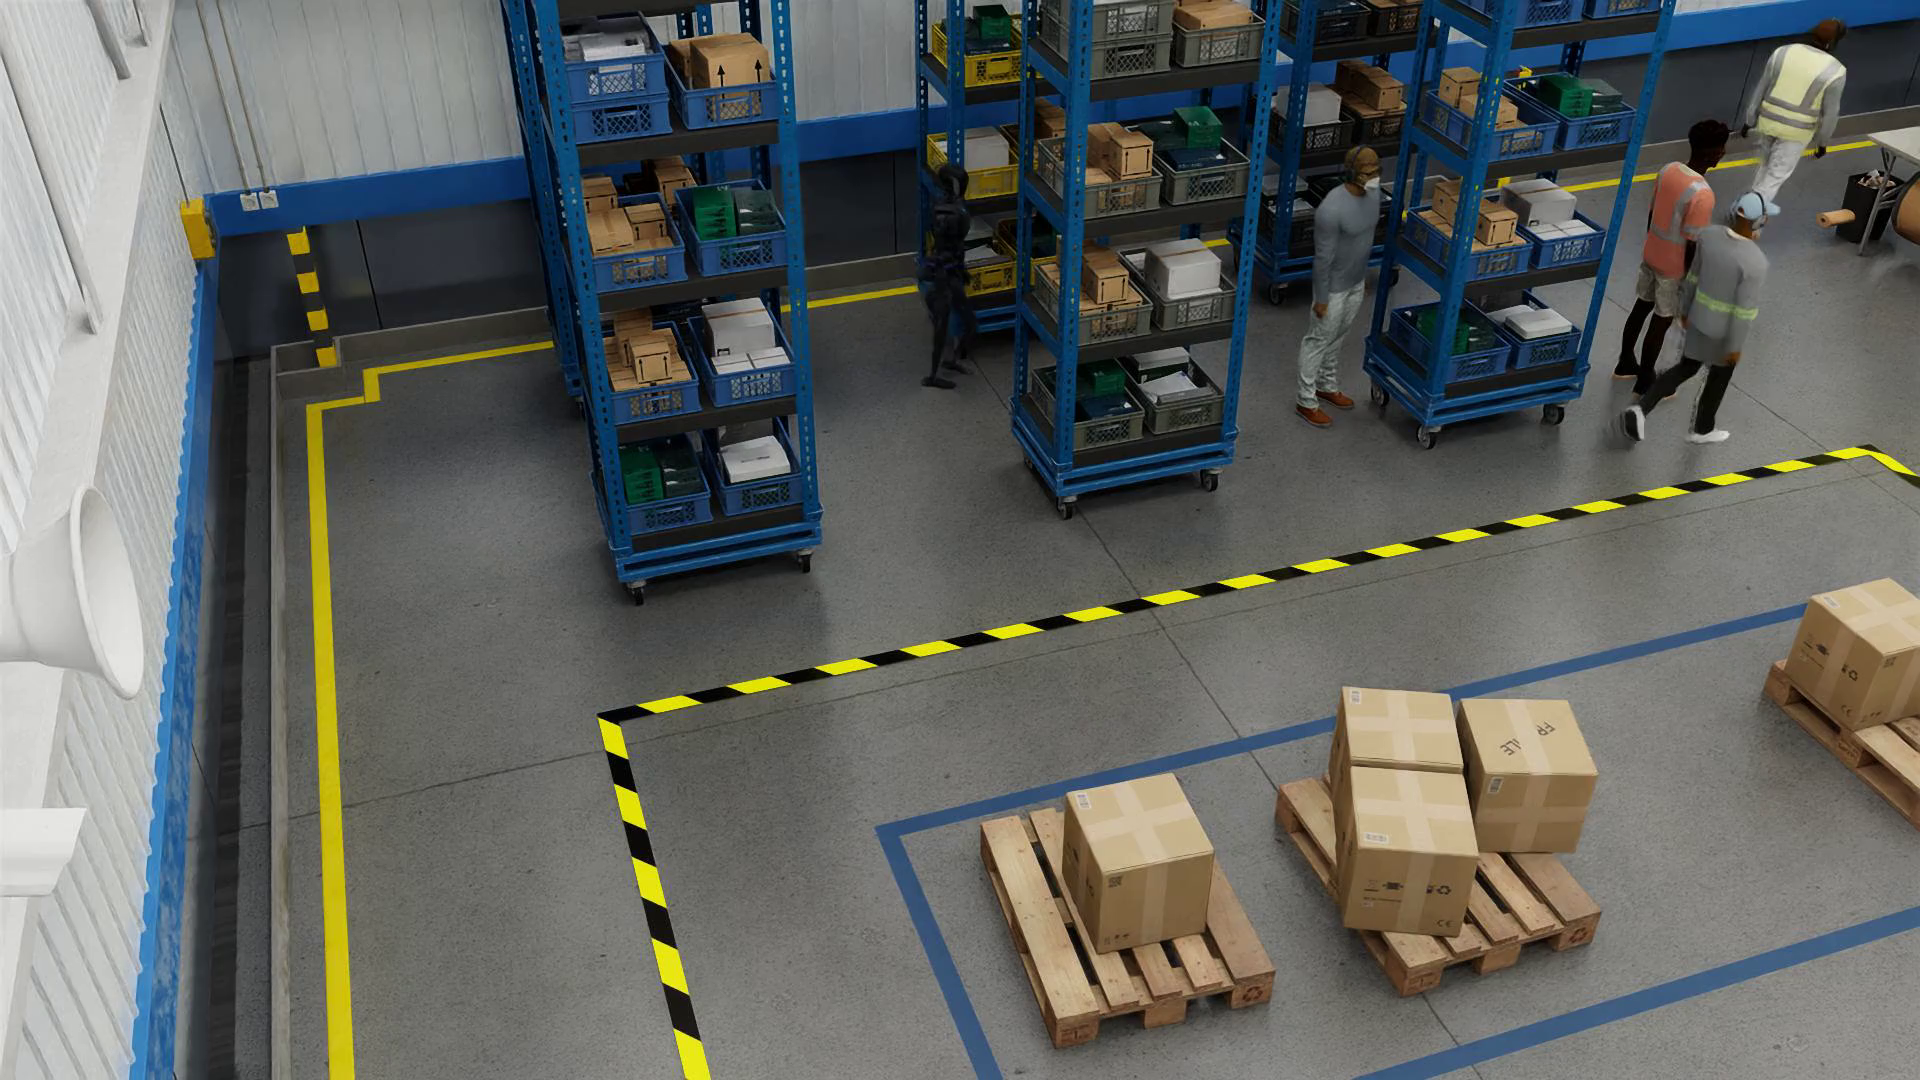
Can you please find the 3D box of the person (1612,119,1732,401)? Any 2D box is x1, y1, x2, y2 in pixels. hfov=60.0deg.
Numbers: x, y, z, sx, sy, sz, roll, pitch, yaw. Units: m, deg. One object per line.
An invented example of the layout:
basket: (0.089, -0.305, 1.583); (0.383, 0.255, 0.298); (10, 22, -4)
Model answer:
person: (4.824, -1.901, 11.279); (0.373, 1.965, 0.606); (-4, 35, -5)

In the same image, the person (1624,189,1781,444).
person: (4.802, -1.390, 10.674); (0.739, 1.829, 0.596); (-12, 37, -16)

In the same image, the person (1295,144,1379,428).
person: (2.519, -1.691, 11.004); (0.371, 1.940, 0.627); (28, 44, 33)

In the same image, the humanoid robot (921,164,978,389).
humanoid robot: (-0.087, -1.786, 11.364); (0.364, 1.642, 0.608); (9, 36, 12)

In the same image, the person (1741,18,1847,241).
person: (6.663, -3.287, 13.378); (0.694, 1.805, 0.645); (-21, 40, -26)
